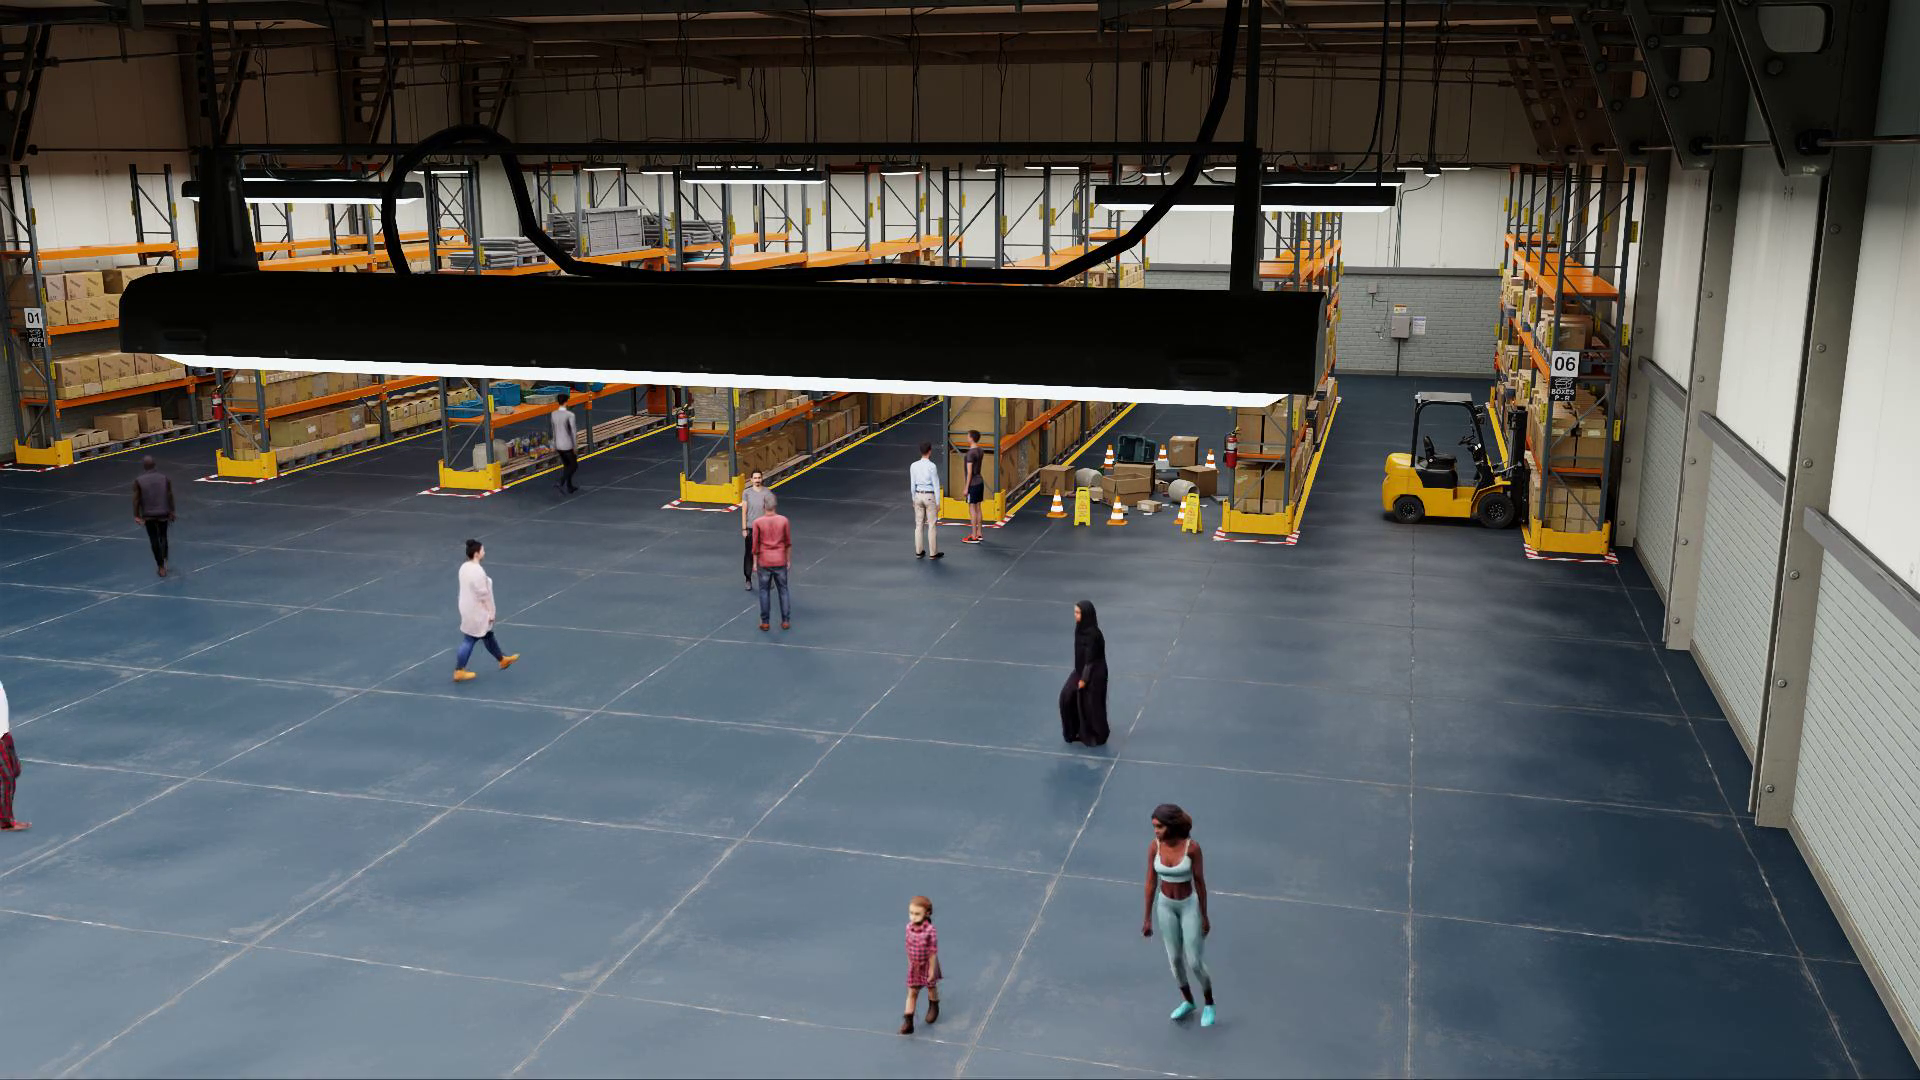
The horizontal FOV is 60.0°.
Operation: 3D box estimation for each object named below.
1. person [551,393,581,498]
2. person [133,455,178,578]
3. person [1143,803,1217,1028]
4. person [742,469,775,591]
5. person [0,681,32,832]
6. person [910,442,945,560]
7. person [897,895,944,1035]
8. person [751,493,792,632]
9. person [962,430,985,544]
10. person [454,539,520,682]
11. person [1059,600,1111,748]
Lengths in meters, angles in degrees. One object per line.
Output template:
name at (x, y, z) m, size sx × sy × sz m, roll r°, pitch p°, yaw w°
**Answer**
person at (-7.340, -1.747, 30.763) m, size 0.919 × 1.905 × 1.116 m, roll 7°, pitch 15°, yaw 29°
person at (-12.033, -0.348, 24.911) m, size 0.968 × 1.820 × 1.020 m, roll -10°, pitch 16°, yaw -36°
person at (1.623, 2.703, 12.022) m, size 0.727 × 1.690 × 0.672 m, roll 3°, pitch 13°, yaw 13°
person at (-2.962, -0.175, 24.307) m, size 0.703 × 1.755 × 0.732 m, roll -5°, pitch 14°, yaw -20°
person at (-9.067, 1.844, 15.449) m, size 0.903 × 1.818 × 0.905 m, roll -1°, pitch 13°, yaw -6°
person at (-0.533, -0.627, 26.058) m, size 0.682 × 1.845 × 0.658 m, roll 6°, pitch 14°, yaw 25°
person at (-0.241, 3.051, 12.052) m, size 0.484 × 0.998 × 0.755 m, roll 5°, pitch 14°, yaw 22°
person at (-2.507, 0.283, 22.162) m, size 0.765 × 1.830 × 0.742 m, roll -3°, pitch 13°, yaw -15°
person at (0.236, -0.887, 27.162) m, size 0.744 × 1.853 × 0.545 m, roll 6°, pitch 14°, yaw 25°
person at (-5.884, 0.866, 19.929) m, size 1.180 × 1.701 × 1.106 m, roll -8°, pitch 15°, yaw -31°
person at (1.472, 1.411, 17.782) m, size 0.891 × 1.609 × 0.847 m, roll -6°, pitch 14°, yaw -24°
